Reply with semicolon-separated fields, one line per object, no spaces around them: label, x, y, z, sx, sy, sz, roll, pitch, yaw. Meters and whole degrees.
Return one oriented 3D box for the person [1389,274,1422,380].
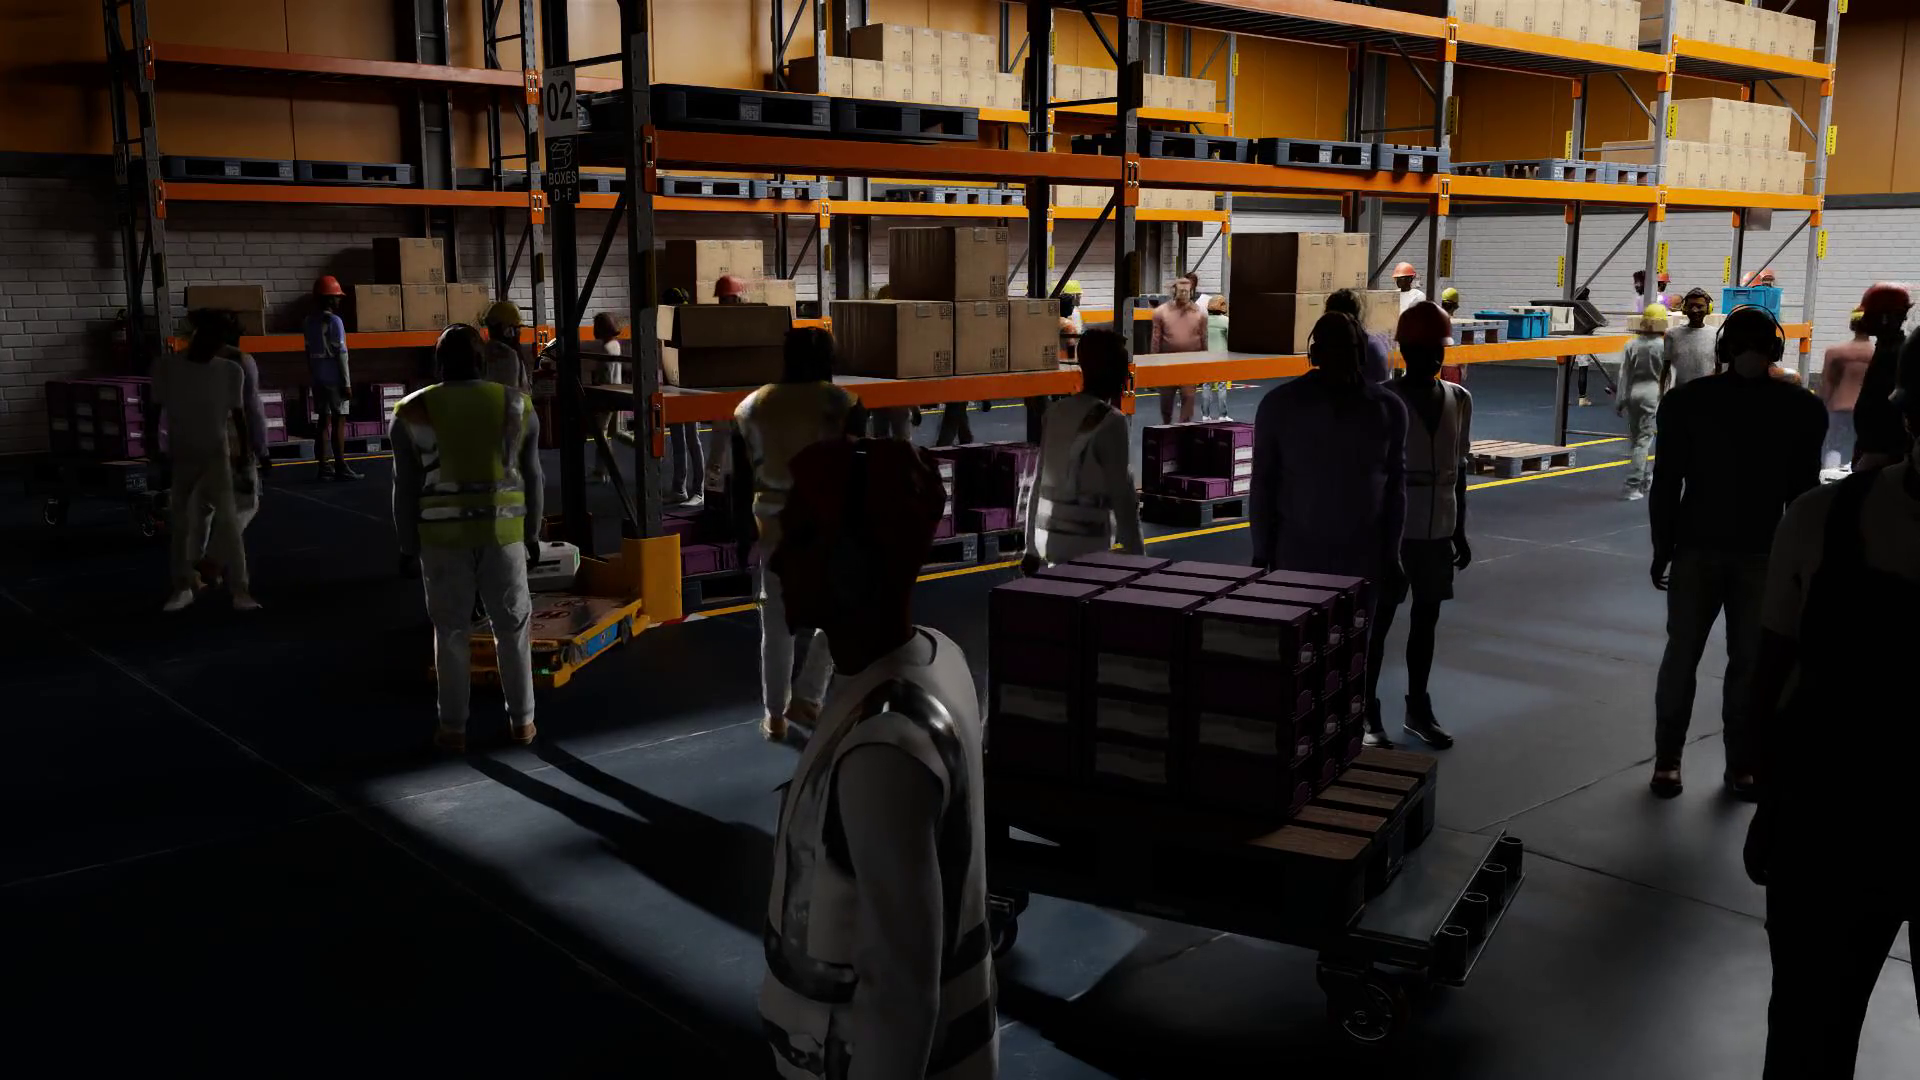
person;6.384;-2.875;23.886;0.543;1.863;0.670;0;10;-2

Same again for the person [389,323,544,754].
person;-2.101;-0.003;7.140;0.623;1.845;0.430;-4;10;-21

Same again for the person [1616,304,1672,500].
person;6.115;-1.222;14.676;0.879;1.700;0.507;-8;13;-41

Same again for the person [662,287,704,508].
person;-2.364;-1.206;14.123;0.520;1.865;0.328;9;13;42

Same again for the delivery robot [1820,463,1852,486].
delivery robot;7.261;-0.465;13.333;0.707;0.478;0.477;-4;11;-22

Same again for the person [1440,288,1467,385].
person;5.473;-1.939;18.688;0.310;1.771;0.525;-8;12;-38

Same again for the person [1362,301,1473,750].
person;1.954;-0.051;7.138;0.553;1.935;0.364;-3;10;-15

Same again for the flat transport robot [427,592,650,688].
flat transport robot;-2.179;0.504;8.764;0.652;0.197;1.431;1;10;8

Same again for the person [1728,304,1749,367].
person;8.107;-1.629;17.299;0.284;1.627;0.494;1;10;4

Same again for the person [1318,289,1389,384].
person;2.409;-0.646;10.691;0.767;1.908;0.659;-4;10;-20

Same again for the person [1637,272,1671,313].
person;9.969;-2.907;23.864;0.373;1.934;0.552;-5;11;-27

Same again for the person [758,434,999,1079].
person;-0.121;0.786;2.401;0.354;1.883;0.573;0;10;2

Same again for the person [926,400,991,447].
person;0.043;-1.372;15.025;0.988;1.875;0.612;-7;12;-37

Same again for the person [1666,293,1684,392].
person;10.065;-2.687;23.547;0.529;1.610;0.613;6;11;32

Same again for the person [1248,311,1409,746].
person;1.484;0.038;6.708;0.636;1.911;0.406;0;10;2

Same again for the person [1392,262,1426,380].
person;5.829;-2.627;21.913;0.393;2.041;0.614;-7;12;-35

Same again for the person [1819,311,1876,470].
person;7.289;-1.049;13.560;0.526;1.748;0.512;6;11;31

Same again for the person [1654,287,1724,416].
person;5.973;-1.126;13.627;0.512;1.874;0.328;5;11;26

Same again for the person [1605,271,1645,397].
person;10.215;-3.075;24.926;1.031;1.901;0.616;-4;11;-24

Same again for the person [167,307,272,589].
person;-4.719;-0.557;10.490;0.665;1.808;0.558;3;10;15

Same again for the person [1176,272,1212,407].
person;3.337;-2.863;23.713;0.593;1.900;0.762;5;11;26

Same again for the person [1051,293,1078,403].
person;1.202;-2.014;19.332;0.320;1.698;0.531;-5;11;-25

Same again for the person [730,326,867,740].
person;-0.691;-0.010;7.221;0.704;1.823;0.429;3;10;16

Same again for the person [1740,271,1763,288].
person;10.013;-2.433;21.121;0.384;1.932;0.543;-8;13;-41

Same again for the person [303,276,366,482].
person;-5.929;-1.513;15.700;0.543;1.939;0.356;7;12;34

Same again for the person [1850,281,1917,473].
person;5.430;-0.545;9.917;0.524;1.971;0.648;4;10;21

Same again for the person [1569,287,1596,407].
person;8.761;-2.738;23.577;0.542;1.695;0.316;9;13;43

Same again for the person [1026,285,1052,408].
person;0.819;-1.739;17.277;0.389;1.850;0.567;7;12;34

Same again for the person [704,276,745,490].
person;-2.038;-1.426;15.199;0.623;1.948;1.018;5;11;28

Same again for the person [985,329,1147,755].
person;0.533;0.036;6.971;1.019;1.821;0.568;-4;10;-21

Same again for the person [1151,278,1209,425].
person;2.474;-2.008;18.739;0.653;1.888;0.710;1;10;5

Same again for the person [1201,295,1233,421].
person;3.288;-2.319;21.306;0.500;1.633;0.285;6;12;32

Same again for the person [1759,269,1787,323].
person;10.757;-2.670;22.444;0.630;1.941;0.764;3;10;15

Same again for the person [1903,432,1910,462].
person;4.928;-0.182;8.074;0.647;1.885;1.009;8;13;41

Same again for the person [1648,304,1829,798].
person;3.034;0.050;6.545;0.627;1.940;0.375;3;10;15

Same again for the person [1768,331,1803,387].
person;5.516;-0.638;11.487;0.512;1.624;0.400;8;12;38

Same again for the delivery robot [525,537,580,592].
delivery robot;-2.596;0.152;9.722;0.707;0.478;0.477;-6;11;-30

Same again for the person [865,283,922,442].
person;-0.585;-1.164;13.729;0.605;1.911;0.688;8;13;39

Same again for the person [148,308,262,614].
person;-4.476;-0.450;9.831;0.575;1.814;0.785;-4;11;-24

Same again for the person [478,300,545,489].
person;-3.153;-0.758;11.616;0.476;1.813;0.616;-8;12;-38

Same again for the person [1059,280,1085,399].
person;1.437;-2.445;21.510;0.473;1.816;0.590;-2;10;-13

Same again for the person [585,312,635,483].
person;-3.218;-1.325;15.538;0.685;1.610;0.510;0;10;-2
